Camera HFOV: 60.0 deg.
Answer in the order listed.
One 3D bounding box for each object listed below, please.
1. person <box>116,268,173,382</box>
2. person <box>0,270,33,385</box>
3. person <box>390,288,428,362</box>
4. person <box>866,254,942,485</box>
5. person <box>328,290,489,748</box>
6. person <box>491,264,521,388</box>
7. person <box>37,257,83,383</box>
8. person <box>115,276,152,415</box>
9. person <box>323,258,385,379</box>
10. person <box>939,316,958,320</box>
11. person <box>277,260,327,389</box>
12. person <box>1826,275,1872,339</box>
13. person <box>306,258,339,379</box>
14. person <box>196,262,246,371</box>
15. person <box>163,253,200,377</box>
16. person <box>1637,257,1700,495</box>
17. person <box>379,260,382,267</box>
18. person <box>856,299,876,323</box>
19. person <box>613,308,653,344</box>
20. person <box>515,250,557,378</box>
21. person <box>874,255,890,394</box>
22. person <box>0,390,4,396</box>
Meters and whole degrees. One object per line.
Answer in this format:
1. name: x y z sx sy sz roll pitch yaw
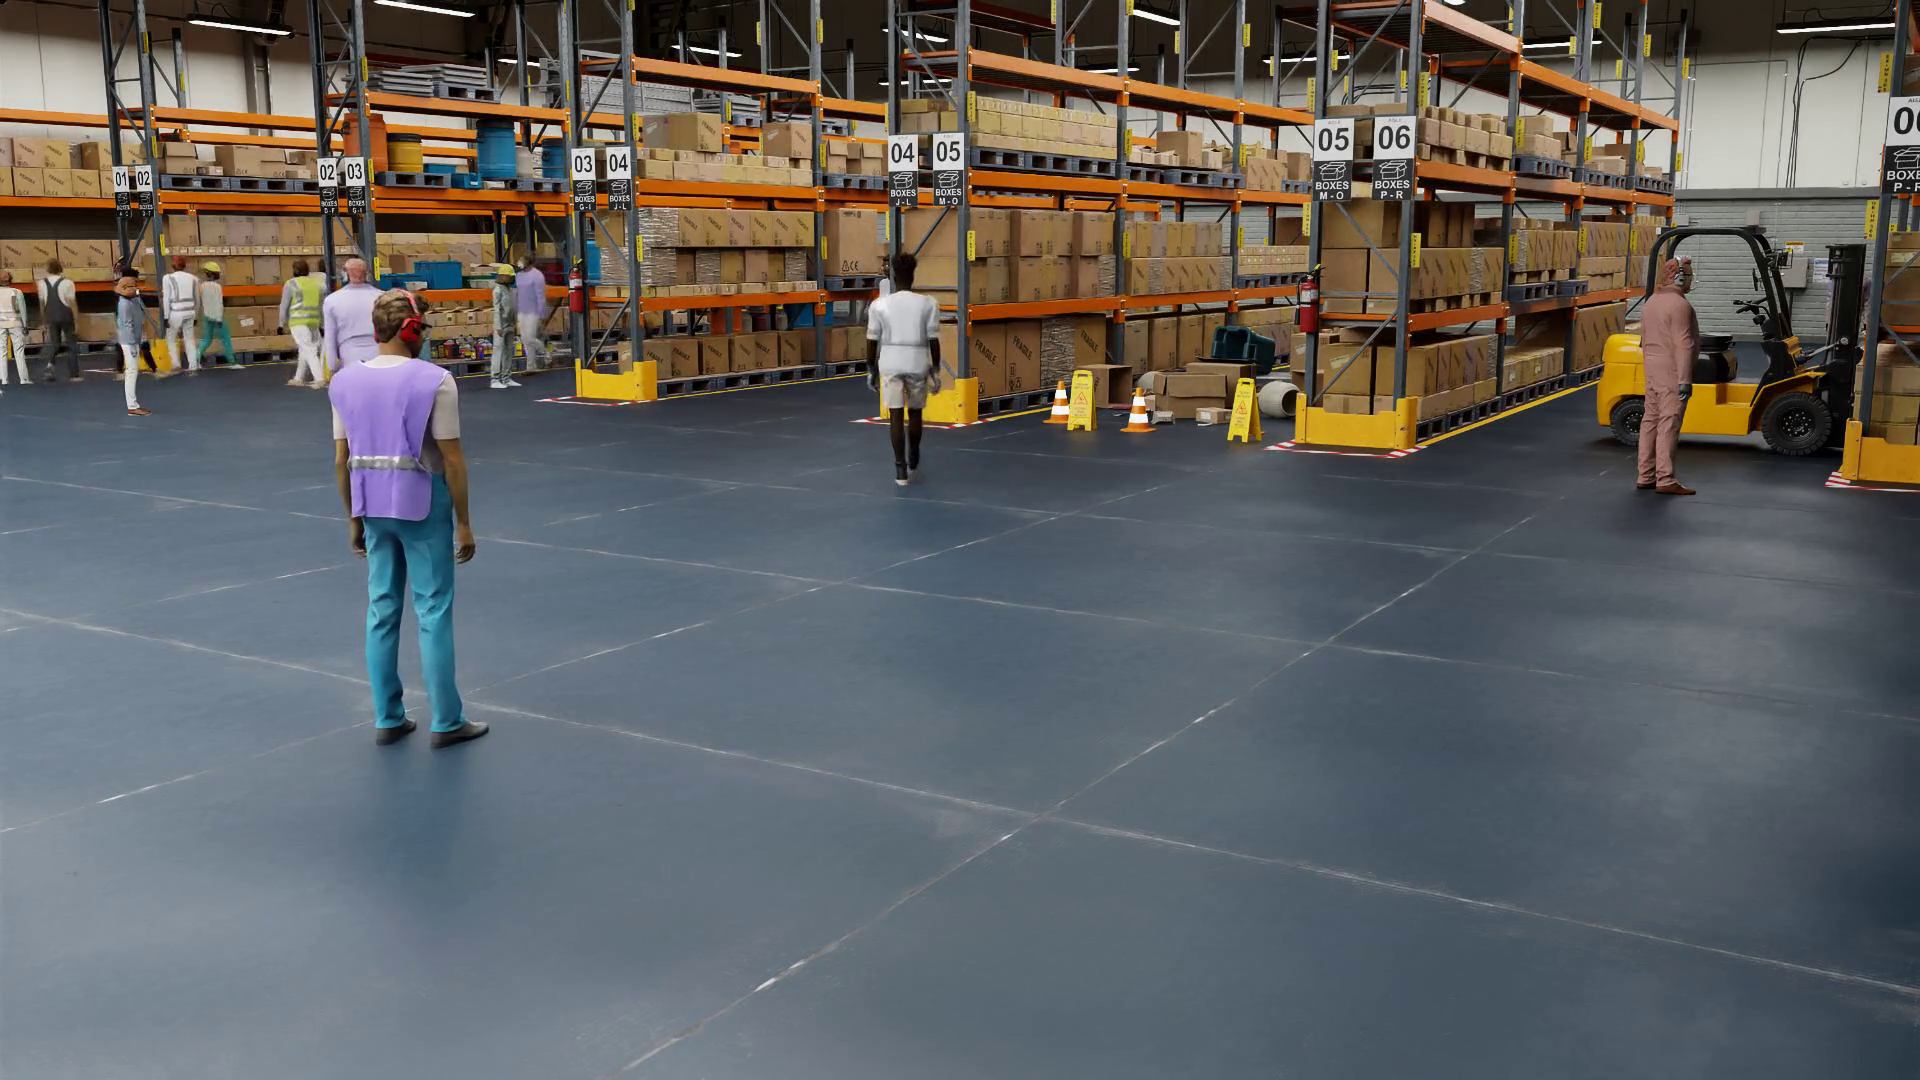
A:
1. person: -12.031 -3.143 24.376 0.815 1.656 0.531 -9 14 -41
2. person: -13.569 -3.019 23.723 0.513 1.641 0.309 -2 10 -14
3. person: -5.409 -1.623 16.039 0.514 1.591 0.847 -6 12 -32
4. person: -0.488 -1.467 14.215 0.631 1.923 0.941 -1 10 -6
5. person: -2.223 -0.071 6.657 0.563 1.837 0.388 3 10 14
6. person: -6.375 -2.997 23.363 0.379 1.732 0.498 3 11 18
7. person: -12.979 -3.151 23.956 0.536 1.824 0.545 -1 10 -7
8. person: -9.770 -2.287 19.640 0.285 1.633 0.500 -4 11 -24
9. person: -5.420 -1.606 15.126 0.651 1.890 0.430 -4 11 -23
10. person: -0.285 -3.027 22.671 0.604 2.038 0.404 2 10 8
11. person: -9.171 -3.016 23.274 0.954 1.799 0.627 6 12 30
12. person: 12.756 -3.186 23.884 0.588 1.918 0.398 1 10 6
13. person: -9.535 -3.310 24.870 0.649 1.814 0.475 5 11 26
14. person: -11.870 -3.551 26.439 0.539 1.736 0.807 7 12 35
15. person: -11.878 -3.408 25.257 0.582 1.861 0.629 6 12 32
16. person: 5.763 -1.324 13.482 0.409 1.909 0.642 -1 10 -5
17. person: -11.824 -4.851 33.746 0.545 1.711 0.898 6 12 29
18. person: -2.038 -5.535 37.191 0.631 1.882 1.082 6 12 31
19. person: -6.636 -4.927 33.723 0.548 1.895 0.973 6 12 30
20. person: -6.459 -3.399 25.063 0.633 1.920 0.483 10 14 43
21. person: -0.909 -2.864 22.224 0.536 1.864 0.312 8 13 37
22. person: -13.173 -2.885 21.920 0.790 2.016 0.620 -3 11 -16
